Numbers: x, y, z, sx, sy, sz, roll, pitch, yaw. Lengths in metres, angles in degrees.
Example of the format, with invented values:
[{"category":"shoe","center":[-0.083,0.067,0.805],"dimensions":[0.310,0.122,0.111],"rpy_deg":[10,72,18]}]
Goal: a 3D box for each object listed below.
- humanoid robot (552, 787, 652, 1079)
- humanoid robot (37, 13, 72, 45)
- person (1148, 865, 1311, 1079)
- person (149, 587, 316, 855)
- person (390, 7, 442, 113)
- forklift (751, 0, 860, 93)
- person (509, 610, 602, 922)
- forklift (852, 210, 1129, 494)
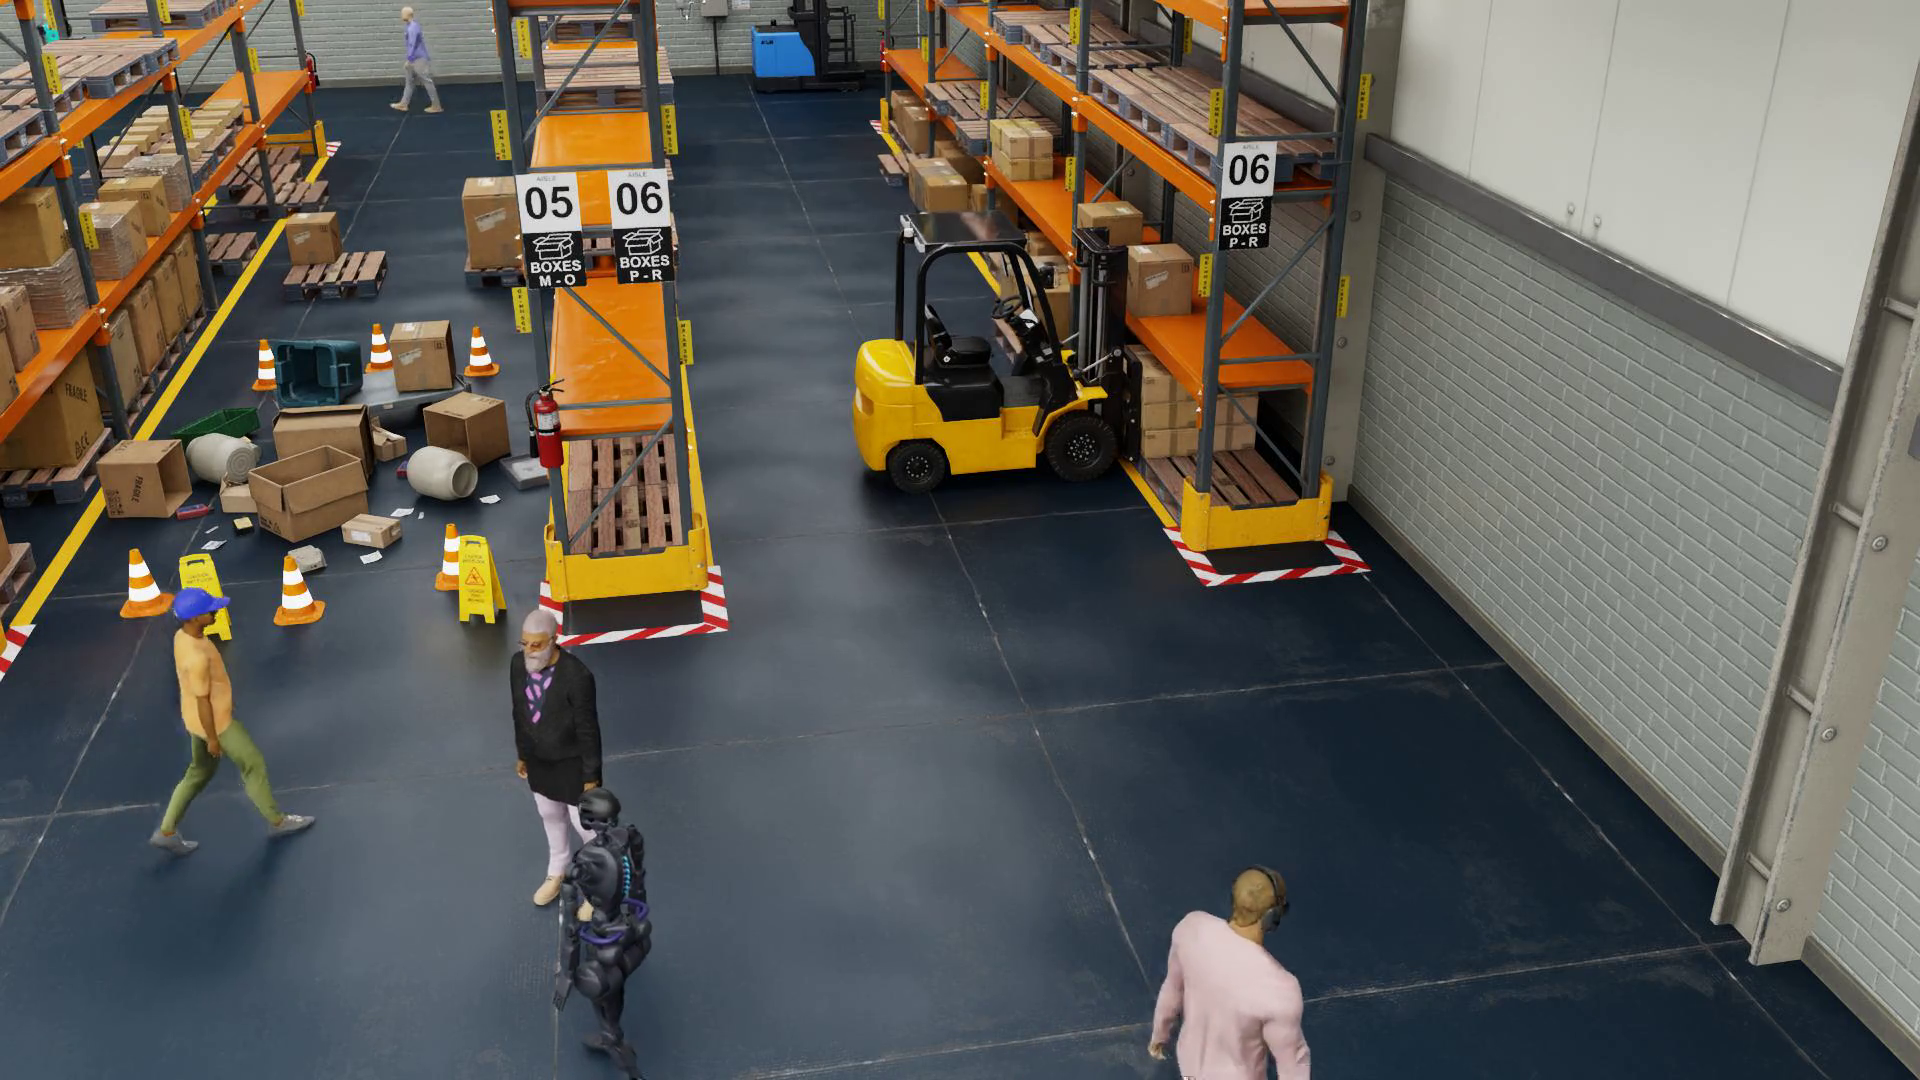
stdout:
[{"category":"humanoid robot","center":[-1.633,1.869,7.647],"dimensions":[0.610,1.652,0.609],"rpy_deg":[13,28,24]},{"category":"humanoid robot","center":[-15.144,-8.084,28.282],"dimensions":[0.531,1.783,0.794],"rpy_deg":[-2,26,-4]},{"category":"person","center":[1.149,2.147,6.791],"dimensions":[0.941,1.880,0.737],"rpy_deg":[-16,30,-31]},{"category":"person","center":[-4.260,1.015,9.374],"dimensions":[0.846,1.678,0.456],"rpy_deg":[-16,30,-30]},{"category":"person","center":[-9.416,-8.200,28.472],"dimensions":[0.909,1.756,0.612],"rpy_deg":[-7,26,-14]},{"category":"forklift","center":[-2.872,-9.679,30.288],"dimensions":[1.873,2.768,1.129],"rpy_deg":[-5,26,-10]},{"category":"person","center":[-2.121,1.177,8.865],"dimensions":[0.538,1.848,0.409],"rpy_deg":[12,28,24]},{"category":"forklift","center":[0.216,-1.659,14.366],"dimensions":[2.313,2.155,1.214],"rpy_deg":[-5,26,-10]}]
